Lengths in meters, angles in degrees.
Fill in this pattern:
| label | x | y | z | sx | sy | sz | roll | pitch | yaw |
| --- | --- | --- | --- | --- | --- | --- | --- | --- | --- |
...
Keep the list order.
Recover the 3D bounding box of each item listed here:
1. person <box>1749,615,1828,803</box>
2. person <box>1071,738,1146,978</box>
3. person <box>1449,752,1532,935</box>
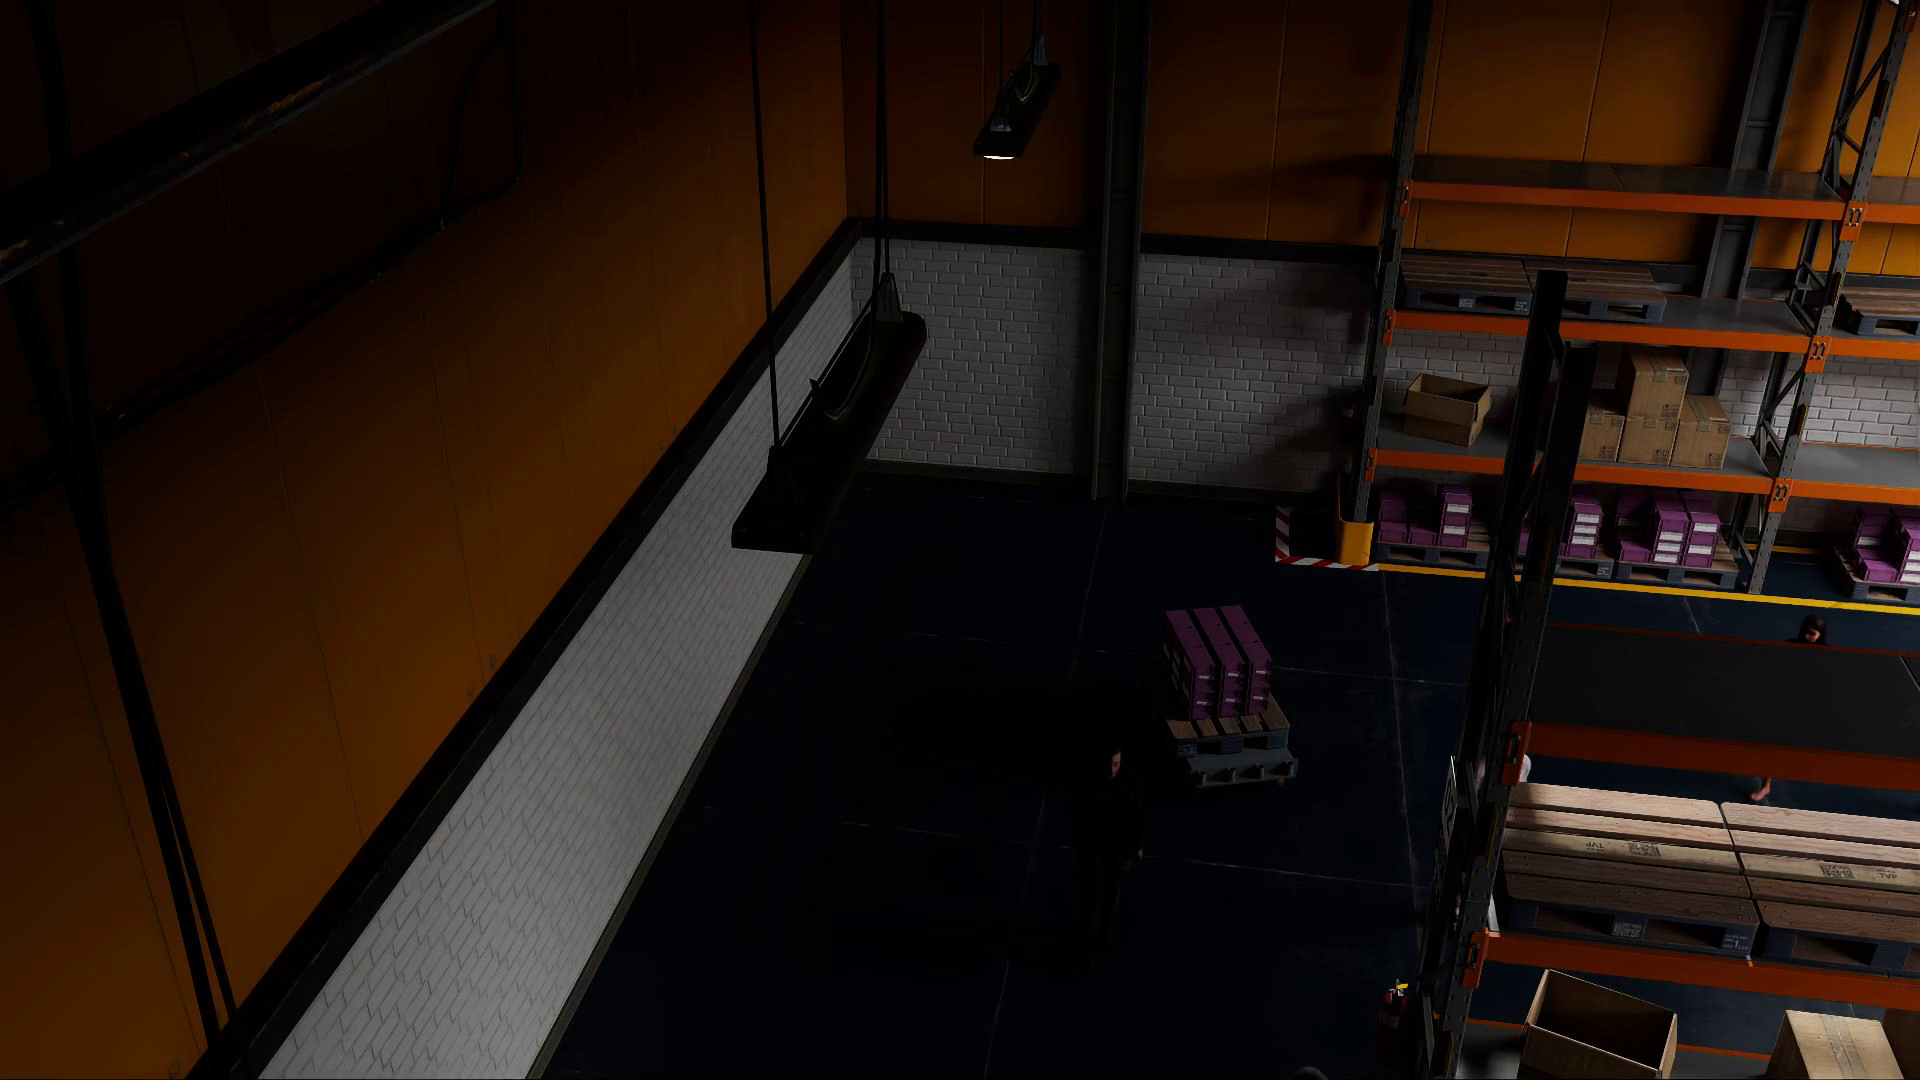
| label | x | y | z | sx | sy | sz | roll | pitch | yaw |
| --- | --- | --- | --- | --- | --- | --- | --- | --- | --- |
| person | 6.920 | 1.349 | 13.711 | 1.000 | 1.744 | 0.961 | -20 | 34 | -32 |
| person | 1.044 | 2.171 | 12.048 | 0.881 | 1.895 | 0.908 | -6 | 29 | -10 |
| person | 3.895 | 2.090 | 12.258 | 0.666 | 1.835 | 0.808 | -8 | 30 | -14 |
